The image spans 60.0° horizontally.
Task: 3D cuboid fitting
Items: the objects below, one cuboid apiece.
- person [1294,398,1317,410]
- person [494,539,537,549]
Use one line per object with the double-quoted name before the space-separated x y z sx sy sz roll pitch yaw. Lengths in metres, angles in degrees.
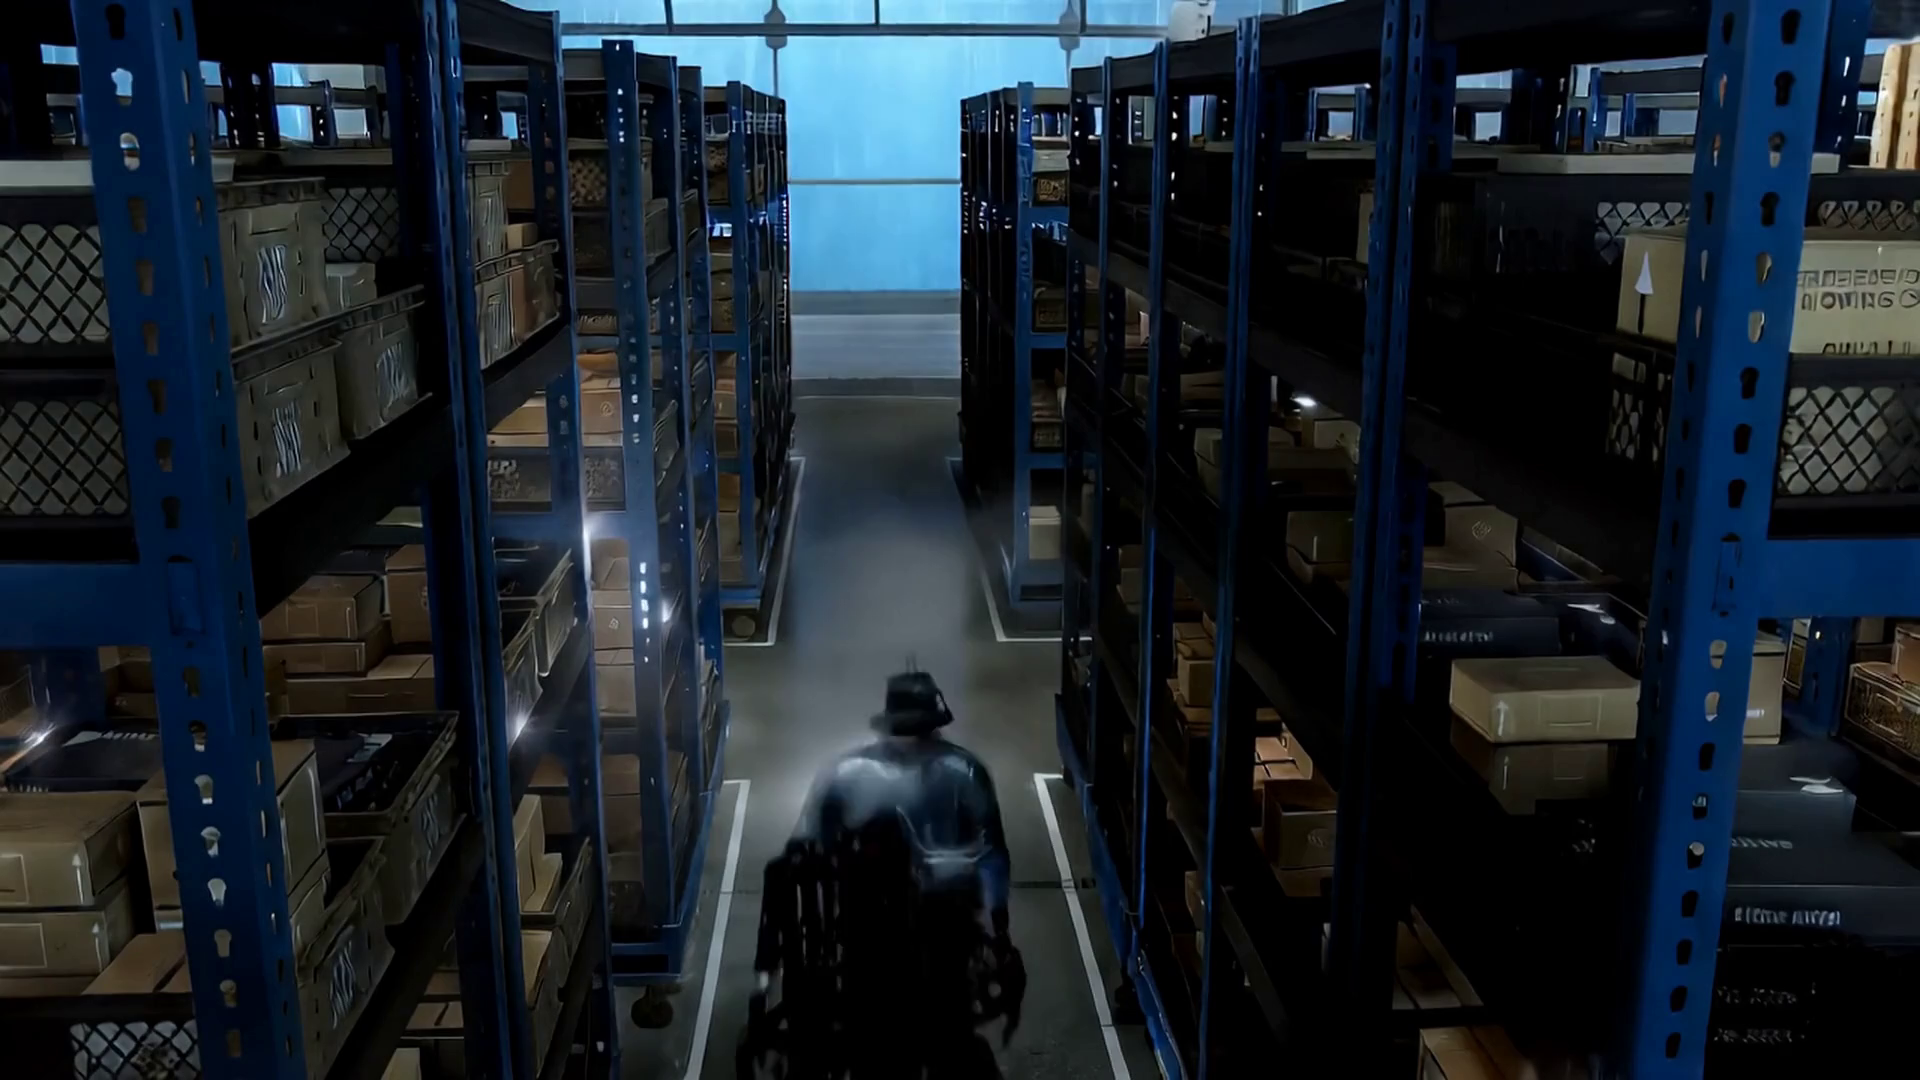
"person" 1.935 0.086 9.620 0.586 1.833 0.403 -10 17 -35
"person" -2.318 0.270 8.541 0.382 1.993 0.622 6 15 21
